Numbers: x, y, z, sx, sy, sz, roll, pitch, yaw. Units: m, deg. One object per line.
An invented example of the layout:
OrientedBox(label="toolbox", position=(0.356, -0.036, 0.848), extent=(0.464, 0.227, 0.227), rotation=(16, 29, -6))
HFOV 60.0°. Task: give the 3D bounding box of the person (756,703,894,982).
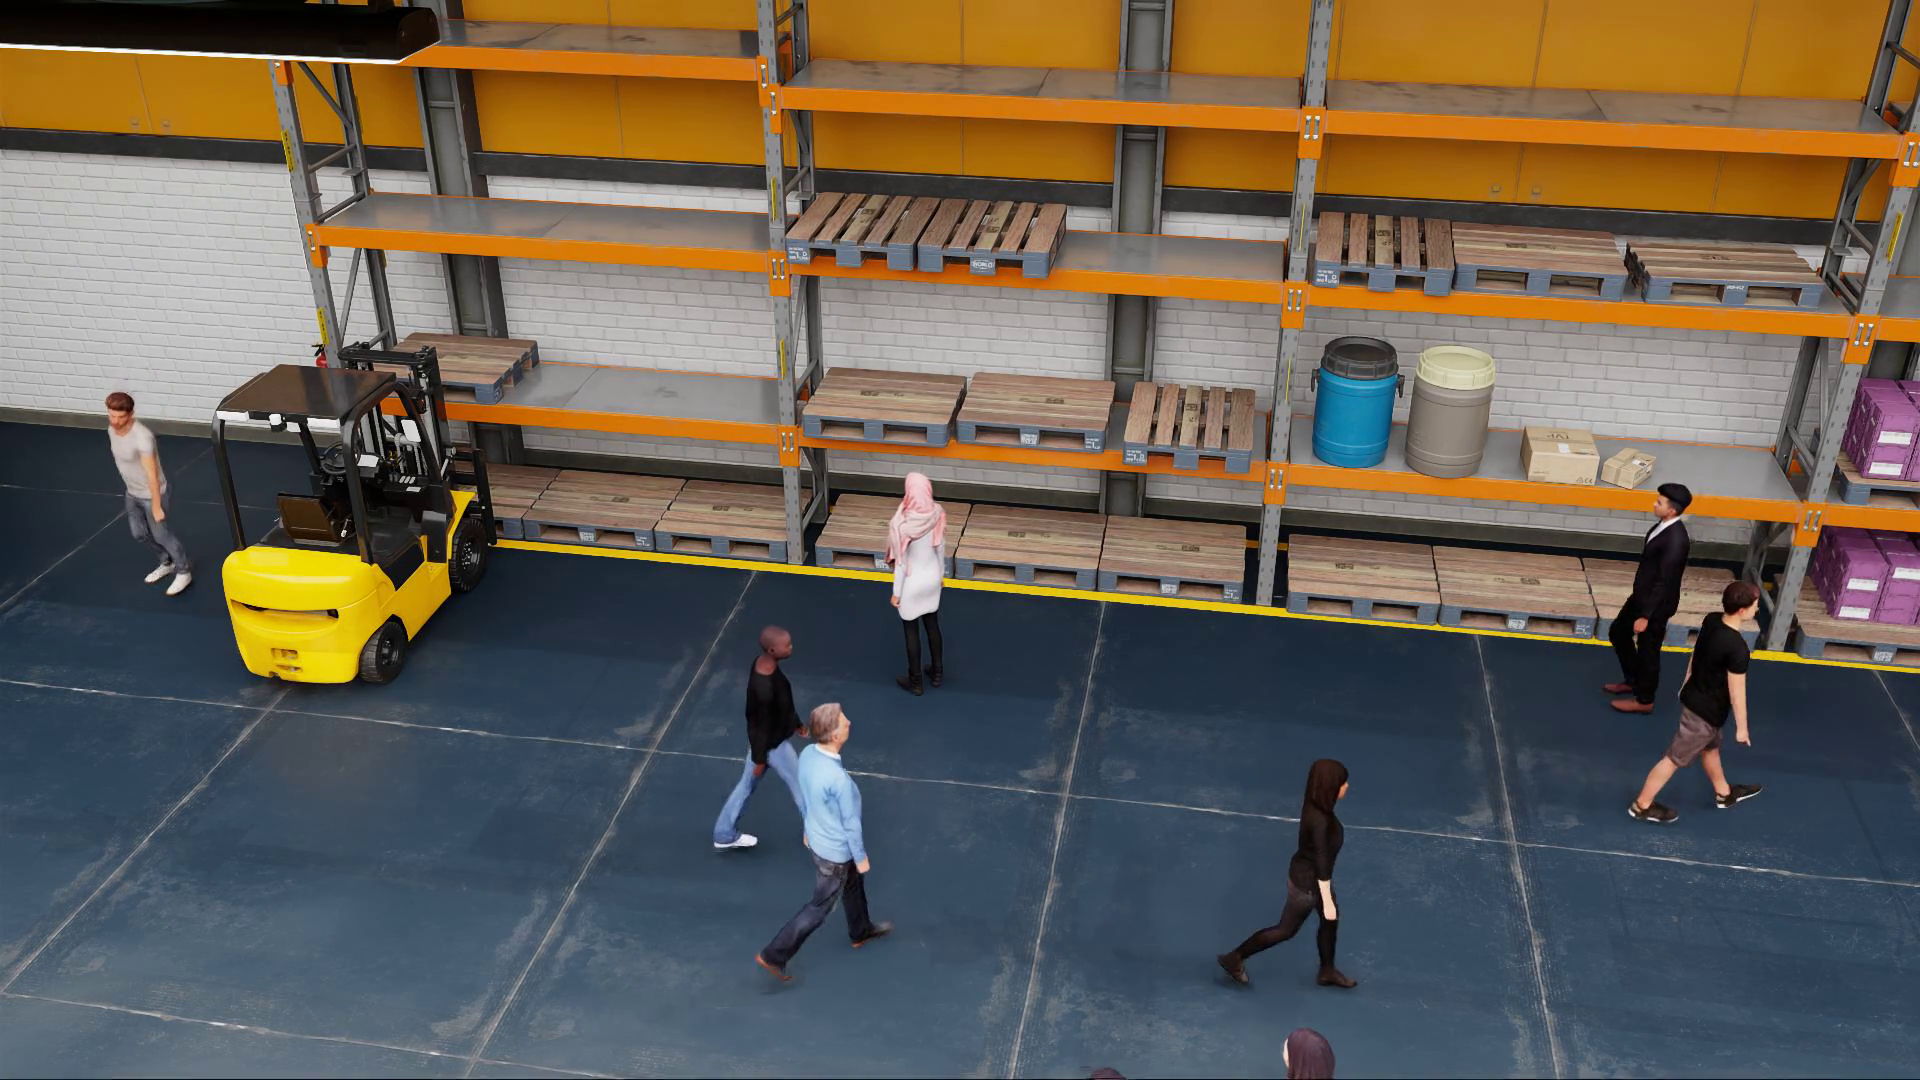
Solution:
OrientedBox(label="person", position=(-0.813, 1.775, 9.641), extent=(1.230, 1.791, 1.068), rotation=(-13, 31, -22))

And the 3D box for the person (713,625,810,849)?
OrientedBox(label="person", position=(-1.303, 1.304, 10.599), extent=(1.238, 1.700, 0.897), rotation=(-5, 29, -10))

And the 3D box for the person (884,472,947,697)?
OrientedBox(label="person", position=(-0.307, 0.319, 12.297), extent=(0.733, 1.803, 0.792), rotation=(-19, 34, -31))

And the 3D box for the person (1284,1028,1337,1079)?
OrientedBox(label="person", position=(1.540, 2.896, 7.630), extent=(0.610, 1.749, 0.657), rotation=(10, 30, 18))

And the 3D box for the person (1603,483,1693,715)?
OrientedBox(label="person", position=(5.100, 0.453, 11.984), extent=(0.607, 1.868, 0.700), rotation=(5, 29, 10))

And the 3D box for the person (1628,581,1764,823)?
OrientedBox(label="person", position=(4.773, 1.087, 10.872), extent=(1.164, 1.820, 0.786), rotation=(1, 29, 2))

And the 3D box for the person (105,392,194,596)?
OrientedBox(label="person", position=(-6.594, -0.401, 13.569), extent=(0.732, 1.850, 0.880), rotation=(25, 37, 37))

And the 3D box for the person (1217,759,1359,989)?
OrientedBox(label="person", position=(1.908, 1.955, 9.499), extent=(1.052, 1.612, 0.605), rotation=(7, 29, 12))
